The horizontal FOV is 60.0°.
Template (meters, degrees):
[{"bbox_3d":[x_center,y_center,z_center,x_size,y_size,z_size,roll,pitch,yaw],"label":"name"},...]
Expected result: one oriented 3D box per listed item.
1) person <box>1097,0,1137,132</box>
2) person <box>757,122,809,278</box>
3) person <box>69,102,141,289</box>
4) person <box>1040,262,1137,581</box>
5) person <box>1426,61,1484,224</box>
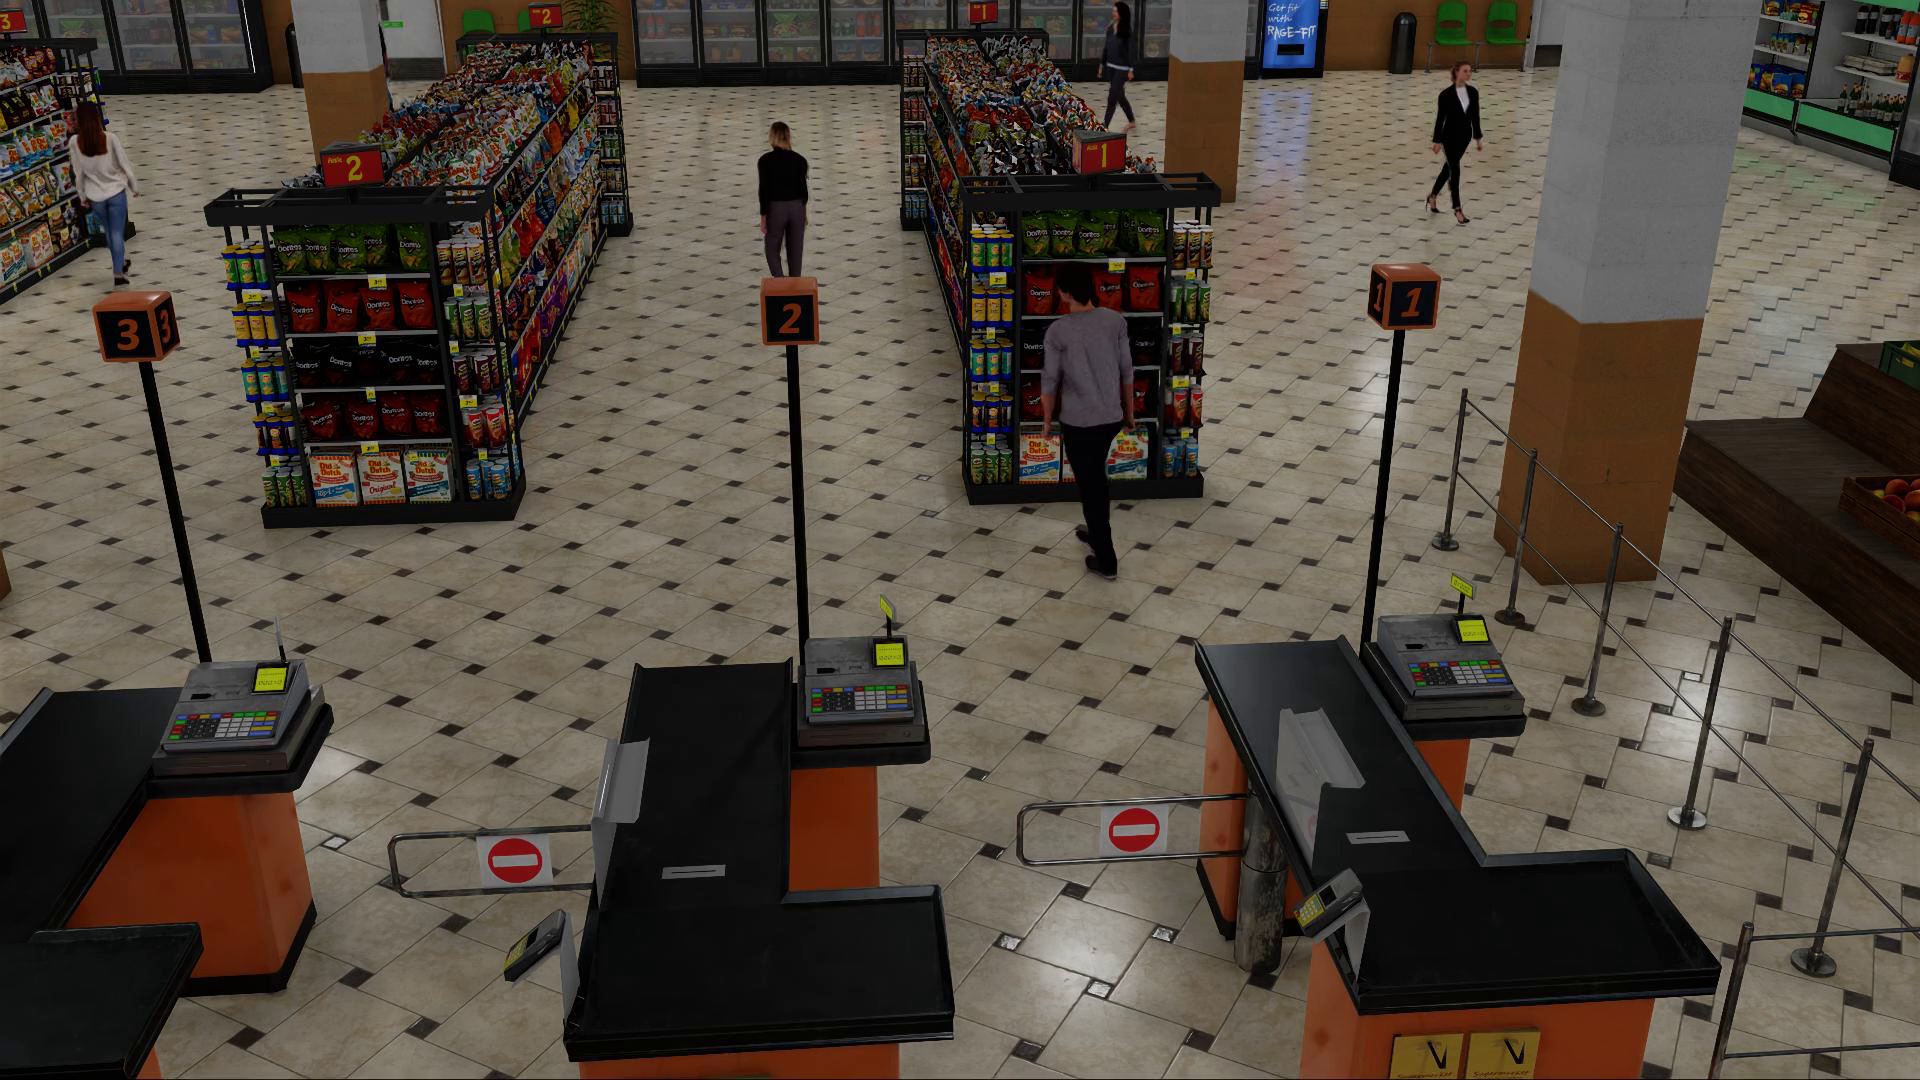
[{"bbox_3d":[2.193,-6.341,22.489,1.104,1.723,1.161,-18,29,-35],"label":"person"},{"bbox_3d":[-1.488,-2.729,14.319,0.664,1.655,0.746,-6,24,-14],"label":"person"},{"bbox_3d":[-7.782,-3.097,15.174,0.691,1.644,1.131,-4,24,-9],"label":"person"},{"bbox_3d":[0.787,-0.651,9.385,0.872,1.804,0.945,-7,25,-16],"label":"person"},{"bbox_3d":[5.237,-4.237,17.761,0.815,1.658,1.157,-8,25,-18],"label":"person"}]
